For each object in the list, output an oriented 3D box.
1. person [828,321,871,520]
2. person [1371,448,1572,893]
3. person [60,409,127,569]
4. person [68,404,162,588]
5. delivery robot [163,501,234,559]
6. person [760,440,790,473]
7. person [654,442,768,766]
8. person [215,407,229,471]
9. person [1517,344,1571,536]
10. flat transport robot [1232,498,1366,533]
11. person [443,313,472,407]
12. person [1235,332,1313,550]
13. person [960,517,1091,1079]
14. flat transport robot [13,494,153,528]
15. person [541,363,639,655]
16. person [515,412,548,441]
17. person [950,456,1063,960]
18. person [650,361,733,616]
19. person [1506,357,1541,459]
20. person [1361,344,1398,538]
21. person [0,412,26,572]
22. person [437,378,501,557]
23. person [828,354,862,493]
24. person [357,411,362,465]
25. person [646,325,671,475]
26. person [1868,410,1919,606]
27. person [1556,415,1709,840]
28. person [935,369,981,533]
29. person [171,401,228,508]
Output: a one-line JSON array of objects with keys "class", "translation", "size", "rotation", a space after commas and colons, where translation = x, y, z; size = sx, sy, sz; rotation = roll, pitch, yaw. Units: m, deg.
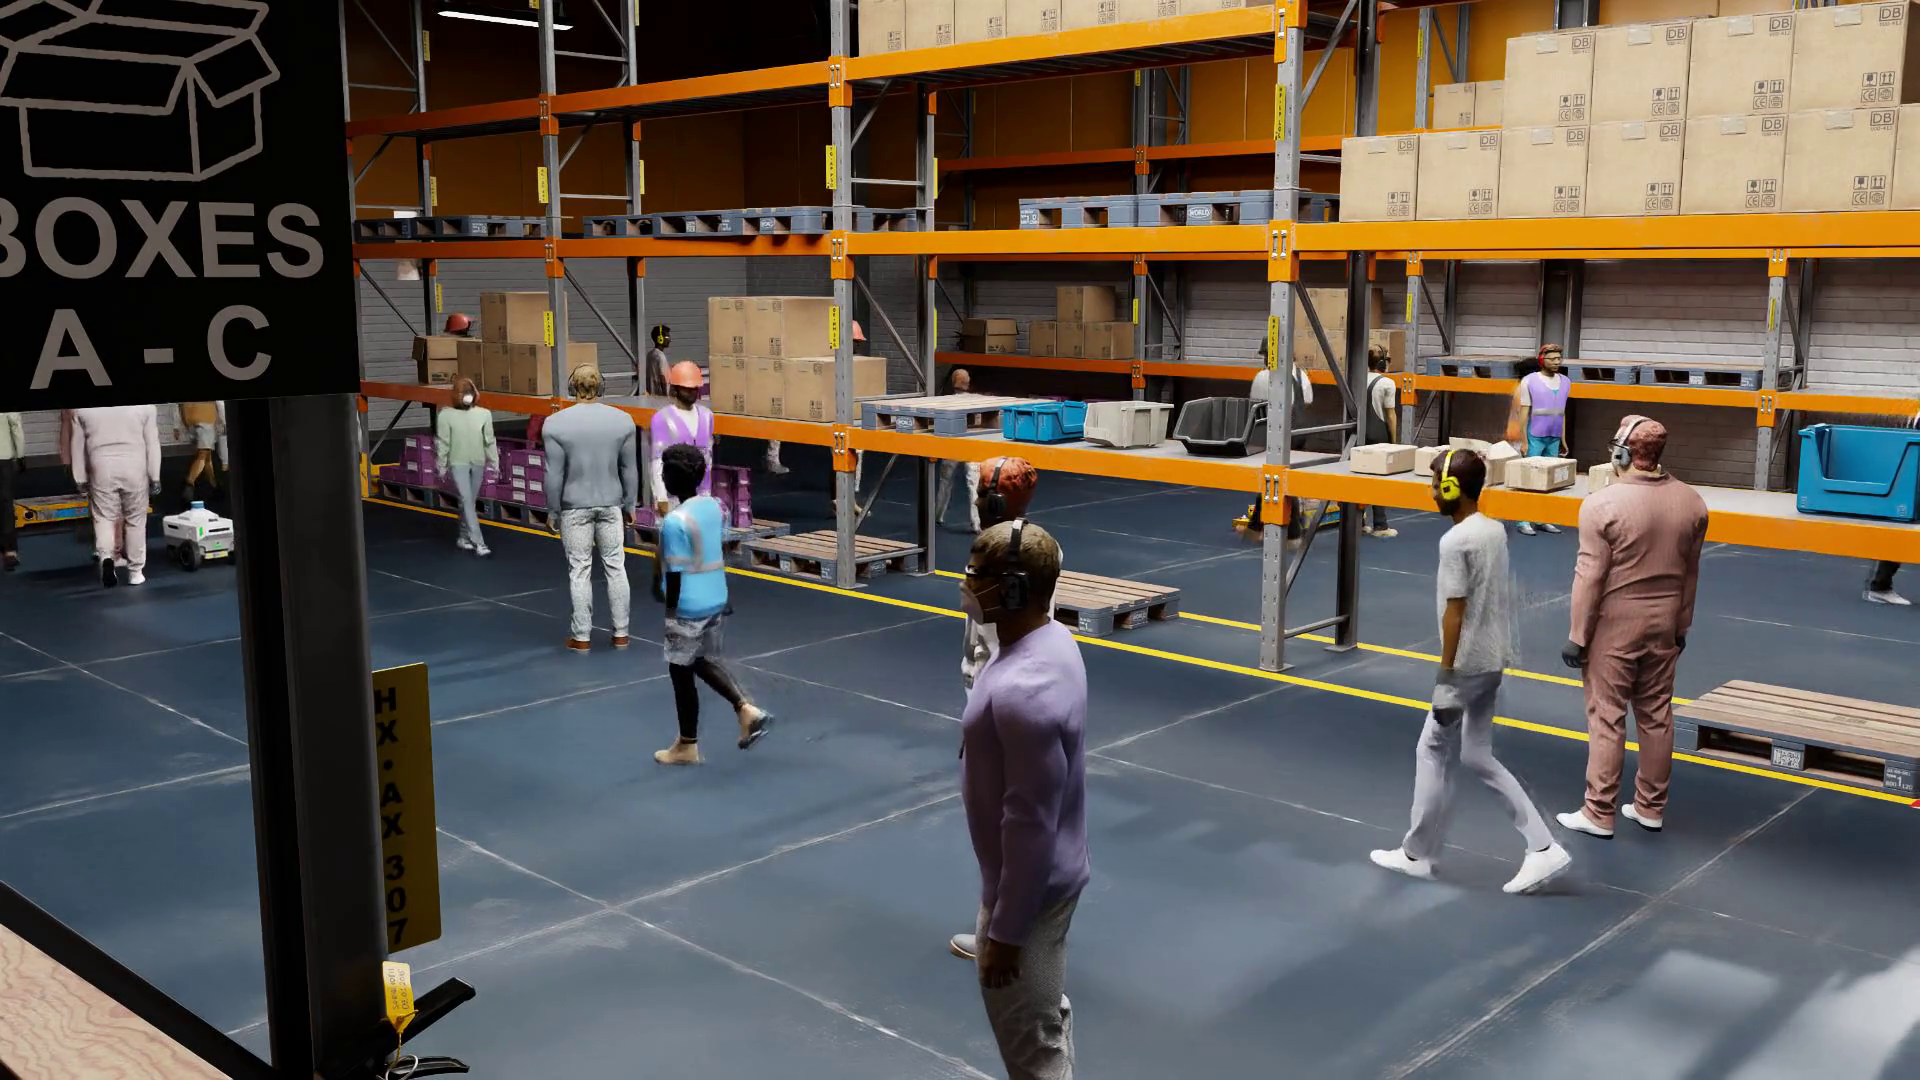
[{"class": "person", "translation": [-1.135, -1.216, 16.993], "size": [0.400, 2.037, 0.610], "rotation": [5, 11, 28]}, {"class": "person", "translation": [2.146, 0.543, 6.864], "size": [0.782, 1.832, 0.589], "rotation": [7, 12, 38]}, {"class": "person", "translation": [-7.291, -0.701, 14.259], "size": [0.685, 1.888, 0.556], "rotation": [0, 9, -2]}, {"class": "person", "translation": [-6.710, -0.532, 13.246], "size": [0.651, 1.887, 0.659], "rotation": [-4, 10, -22]}, {"class": "delivery robot", "translation": [-6.554, -0.091, 14.325], "size": [0.707, 0.478, 0.477], "rotation": [7, 12, 39]}, {"class": "person", "translation": [-2.270, -1.798, 20.737], "size": [0.455, 1.969, 0.644], "rotation": [4, 10, 22]}, {"class": "person", "translation": [-1.318, 0.340, 8.492], "size": [0.495, 1.683, 0.547], "rotation": [3, 10, 18]}, {"class": "person", "translation": [-9.249, -1.793, 21.114], "size": [0.620, 1.845, 0.429], "rotation": [-2, 9, -10]}, {"class": "person", "translation": [5.623, -0.972, 16.063], "size": [0.565, 1.847, 0.396], "rotation": [-4, 10, -23]}, {"class": "flat transport robot", "translation": [3.385, -0.262, 16.528], "size": [0.652, 0.197, 1.431], "rotation": [9, 13, 43]}, {"class": "person", "translation": [-6.005, -1.749, 20.263], "size": [0.453, 2.022, 0.620], "rotation": [2, 9, 10]}, {"class": "person", "translation": [2.830, -0.948, 15.328], "size": [0.927, 2.000, 0.695], "rotation": [7, 12, 39]}, {"class": "person", "translation": [0.152, 0.901, 4.303], "size": [0.373, 1.940, 0.628], "rotation": [1, 9, 5]}, {"class": "flat transport robot", "translation": [-9.076, -0.321, 16.894], "size": [0.652, 0.197, 1.431], "rotation": [9, 13, 43]}, {"class": "person", "translation": [-2.453, -0.206, 11.084], "size": [0.635, 1.937, 0.353], "rotation": [-5, 10, -26]}, {"class": "person", "translation": [-5.198, -1.684, 20.853], "size": [0.820, 1.711, 0.543], "rotation": [-6, 11, -32]}, {"class": "person", "translation": [0.173, 0.624, 6.170], "size": [0.355, 1.882, 0.575], "rotation": [4, 10, 25]}, {"class": "person", "translation": [-2.076, -0.403, 12.469], "size": [0.564, 1.889, 1.006], "rotation": [-8, 12, -39]}, {"class": "person", "translation": [5.714, -1.043, 17.044], "size": [0.477, 1.675, 0.536], "rotation": [4, 10, 22]}, {"class": "person", "translation": [3.951, -0.939, 15.867], "size": [0.345, 1.847, 0.504], "rotation": [-8, 12, -39]}, {"class": "person", "translation": [-8.268, -0.696, 14.076], "size": [0.653, 1.934, 1.038], "rotation": [-6, 11, -32]}, {"class": "person", "translation": [-4.401, -0.660, 14.938], "size": [0.515, 1.582, 0.847], "rotation": [-8, 12, -39]}, {"class": "person", "translation": [-1.280, -1.343, 18.987], "size": [0.539, 1.625, 0.378], "rotation": [-8, 13, -42]}, {"class": "person", "translation": [-5.740, -0.816, 15.232], "size": [0.829, 1.805, 0.638], "rotation": [7, 12, 37]}, {"class": "person", "translation": [-3.699, -1.711, 20.542], "size": [0.310, 1.864, 0.532], "rotation": [-5, 11, -29]}, {"class": "person", "translation": [7.331, -0.382, 12.392], "size": [0.621, 1.862, 1.008], "rotation": [-7, 12, -38]}, {"class": "person", "translation": [3.004, 0.393, 7.502], "size": [0.643, 1.913, 0.408], "rotation": [-3, 10, -18]}, {"class": "person", "translation": [-0.020, -0.878, 16.285], "size": [0.517, 1.580, 0.921], "rotation": [-4, 10, -23]}, {"class": "person", "translation": [-8.269, -1.294, 17.954], "size": [0.576, 1.889, 0.959], "rotation": [2, 9, 9]}]
